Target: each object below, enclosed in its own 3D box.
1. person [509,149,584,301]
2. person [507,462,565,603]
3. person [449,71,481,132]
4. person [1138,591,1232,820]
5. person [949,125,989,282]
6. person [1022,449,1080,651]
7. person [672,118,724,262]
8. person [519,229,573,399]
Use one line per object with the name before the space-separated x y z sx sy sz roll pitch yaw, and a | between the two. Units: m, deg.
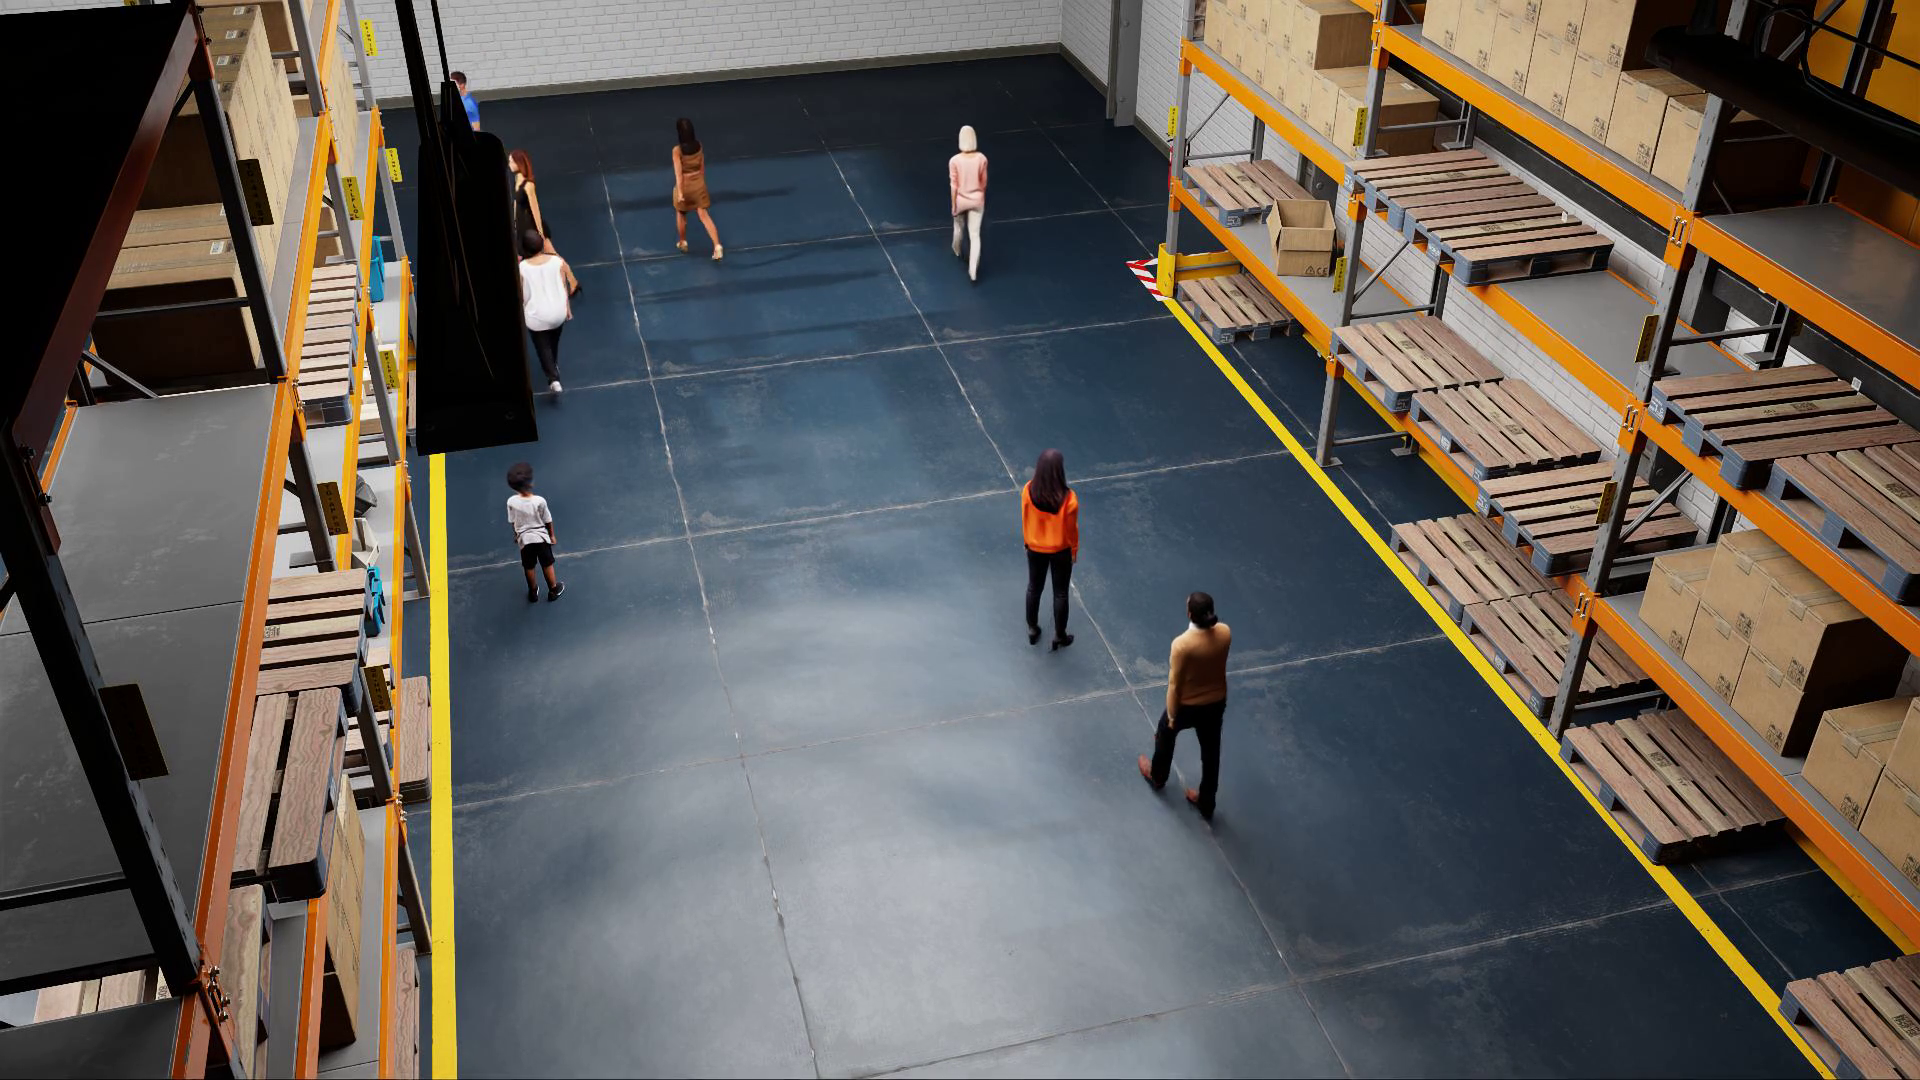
person | -4.478 -3.284 17.781 0.827 1.778 1.148 -16 37 -23
person | -3.442 -0.055 13.392 0.534 1.258 0.538 -1 34 -2
person | -5.787 -4.711 19.858 0.990 1.853 0.995 24 40 31
person | 1.627 1.149 11.154 0.743 1.728 0.961 -12 36 -18
person | 0.119 -3.711 18.523 0.676 1.667 1.164 -6 34 -8
person | 0.685 0.070 12.759 0.703 1.749 0.758 17 37 23
person | -2.990 -3.935 18.870 0.902 1.655 1.137 -27 42 -35
person | -4.059 -2.196 16.256 0.842 1.652 1.169 -18 38 -25
